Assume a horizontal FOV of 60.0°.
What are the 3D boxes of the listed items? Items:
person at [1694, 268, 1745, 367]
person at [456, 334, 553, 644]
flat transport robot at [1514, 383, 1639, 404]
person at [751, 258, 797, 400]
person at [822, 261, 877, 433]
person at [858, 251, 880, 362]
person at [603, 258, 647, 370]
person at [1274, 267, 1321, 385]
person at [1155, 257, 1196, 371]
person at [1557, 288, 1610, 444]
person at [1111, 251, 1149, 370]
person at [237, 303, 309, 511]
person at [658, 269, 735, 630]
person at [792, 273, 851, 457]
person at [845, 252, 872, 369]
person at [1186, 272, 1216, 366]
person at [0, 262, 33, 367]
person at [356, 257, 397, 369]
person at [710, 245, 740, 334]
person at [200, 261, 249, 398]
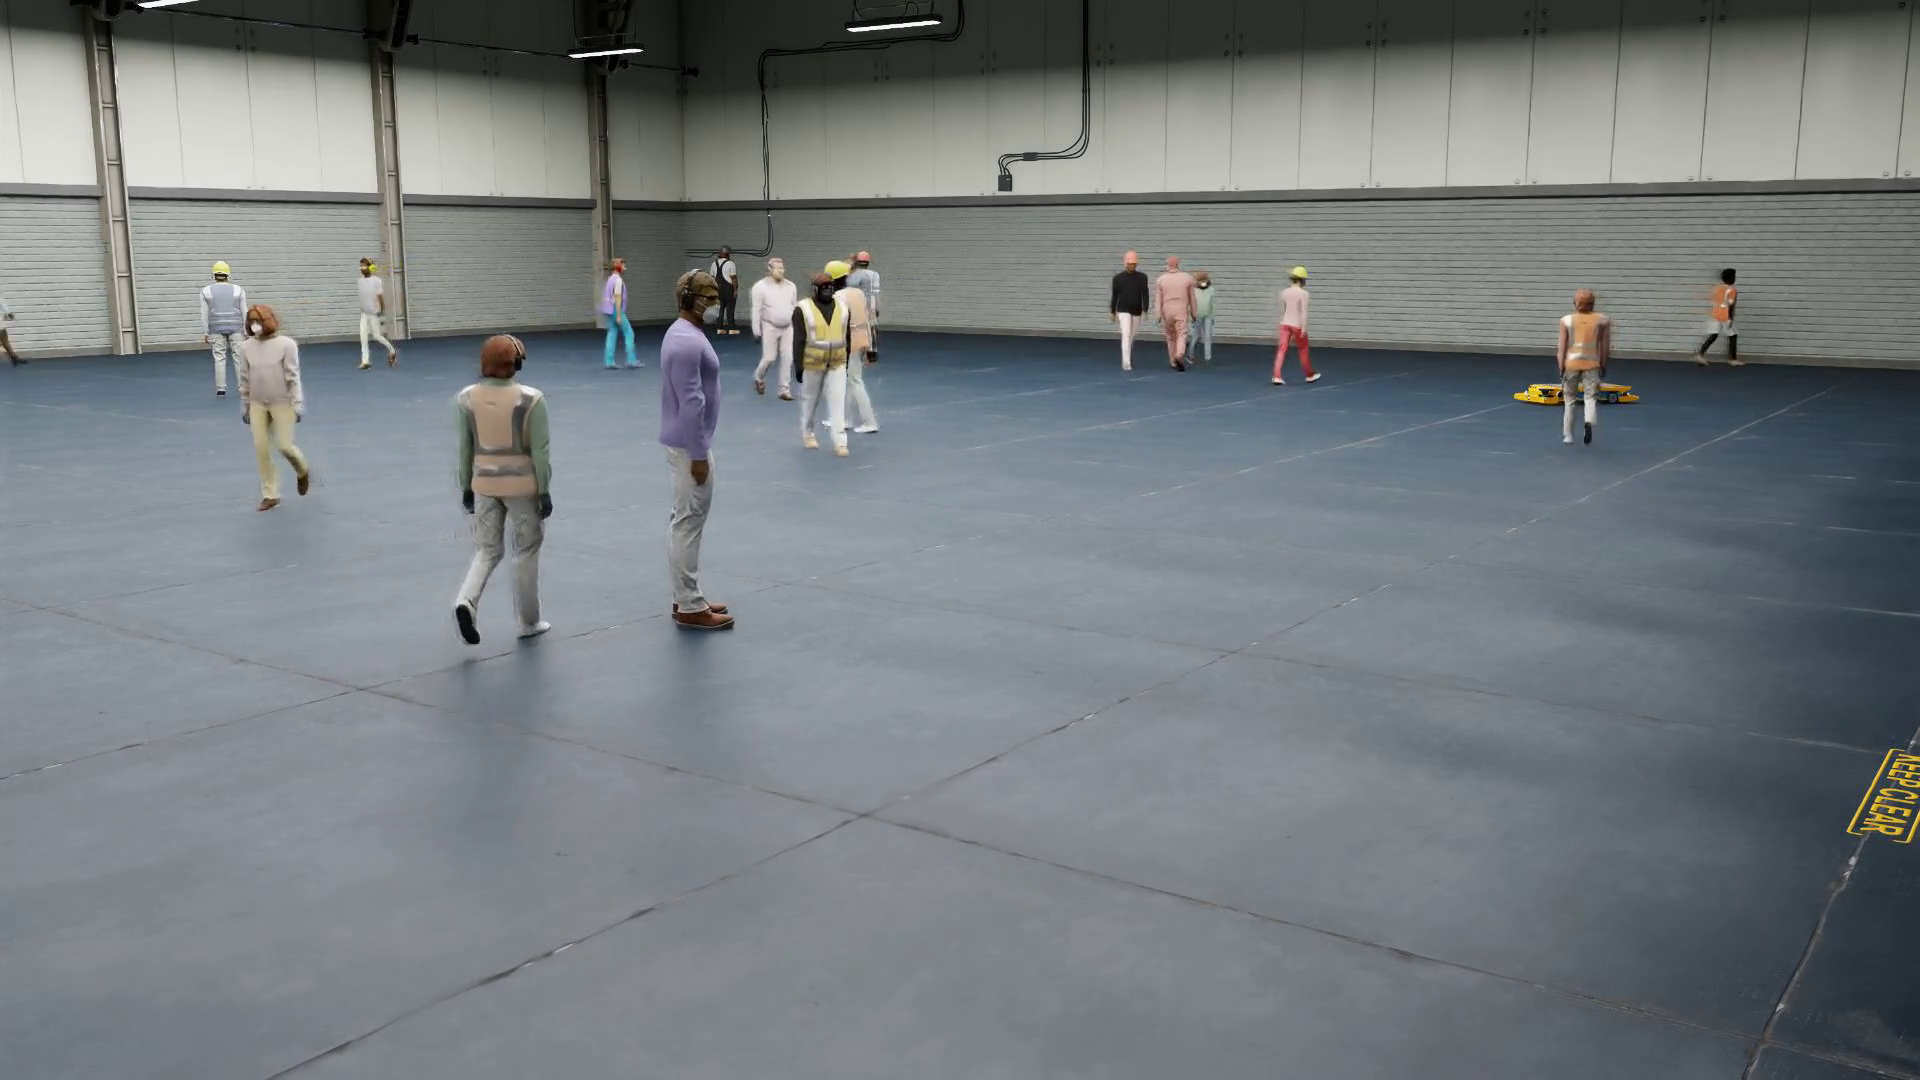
[{"bbox_3d":[12.816,-3.735,27.982,0.859,1.662,0.536,-2,10,-12],"label":"person"},{"bbox_3d":[-2.365,-0.246,8.558,0.520,1.616,0.631,2,10,12],"label":"person"},{"bbox_3d":[8.052,-1.921,21.708,1.431,0.197,0.652,-3,10,-15],"label":"flat transport robot"},{"bbox_3d":[-2.467,-2.813,22.179,0.650,1.888,0.662,-6,12,-31],"label":"person"},{"bbox_3d":[-1.262,-2.099,18.193,0.804,1.874,0.615,5,11,26],"label":"person"},{"bbox_3d":[-1.682,-4.083,29.145,0.549,1.936,0.376,-3,10,-15],"label":"person"},{"bbox_3d":[-5.517,-3.714,27.393,0.791,1.815,0.603,-5,11,-26],"label":"person"},{"bbox_3d":[4.951,-3.141,24.472,0.911,1.717,0.536,-8,13,-39],"label":"person"},{"bbox_3d":[3.519,-3.698,27.215,0.674,1.863,0.882,2,10,12],"label":"person"},{"bbox_3d":[6.390,-1.768,17.068,0.518,1.618,0.583,3,10,15],"label":"person"},{"bbox_3d":[2.804,-3.812,27.605,0.610,1.968,0.925,-2,10,-10],"label":"person"},{"bbox_3d":[-5.383,-1.053,13.075,0.517,1.617,0.492,1,10,4],"label":"person"},{"bbox_3d":[-1.444,-0.488,9.023,0.375,1.936,0.627,-2,10,-10],"label":"person"},{"bbox_3d":[-1.373,-1.750,16.521,0.631,1.802,0.979,-4,11,-22],"label":"person"},{"bbox_3d":[-1.739,-3.705,27.064,0.626,1.927,0.427,9,13,41],"label":"person"},{"bbox_3d":[4.133,-3.785,28.433,0.507,1.592,0.740,-2,10,-9],"label":"person"},{"bbox_3d":[-15.978,-3.794,27.644,0.969,1.888,0.552,-6,12,-32],"label":"person"},{"bbox_3d":[-9.757,-3.770,27.665,0.519,1.849,0.806,4,11,22],"label":"person"},{"bbox_3d":[-5.352,-5.755,38.224,0.689,2.000,0.537,6,12,30],"label":"person"},{"bbox_3d":[-9.911,-2.837,22.465,0.586,1.833,0.403,-4,11,-23],"label":"person"}]
